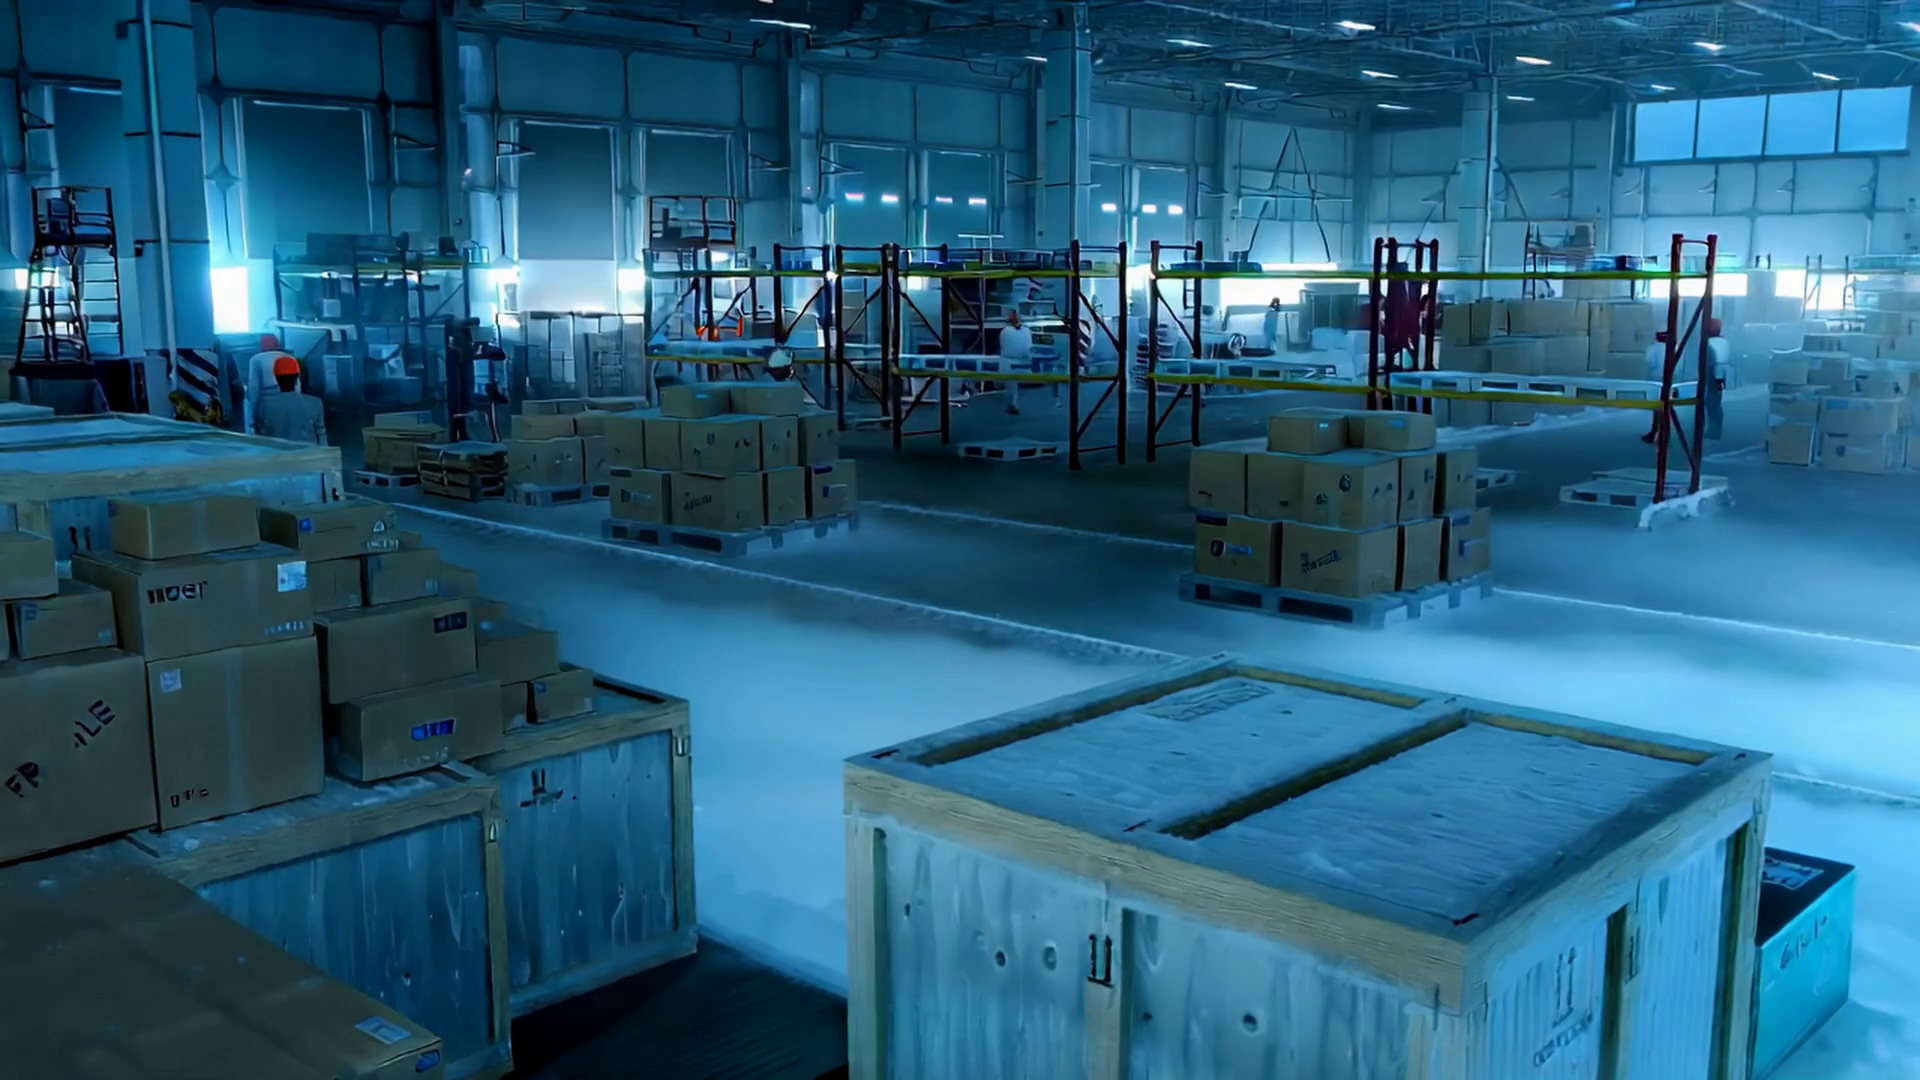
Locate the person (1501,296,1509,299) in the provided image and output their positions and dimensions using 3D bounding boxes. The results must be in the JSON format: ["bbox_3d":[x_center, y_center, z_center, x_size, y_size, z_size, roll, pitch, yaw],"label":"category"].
[{"bbox_3d":[15.624,-6.064,47.772,0.356,1.885,0.574,1,9,4],"label":"person"}]

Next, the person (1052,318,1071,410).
[{"bbox_3d":[1.967,-3.326,31.438,0.485,1.737,0.320,2,9,10],"label":"person"}]

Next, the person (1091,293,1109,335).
[{"bbox_3d":[4.309,-6.632,51.129,0.544,1.929,0.389,-1,9,-6],"label":"person"}]

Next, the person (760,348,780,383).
[{"bbox_3d":[-2.292,-1.502,20.378,0.318,1.697,0.535,1,9,5],"label":"person"}]

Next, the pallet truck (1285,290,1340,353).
[{"bbox_3d":[11.297,-6.951,52.861,1.885,1.965,0.823,-5,11,-29],"label":"pallet truck"}]

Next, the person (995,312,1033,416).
[{"bbox_3d":[0.971,-3.238,30.500,0.665,1.885,0.956,-2,9,-12],"label":"person"}]

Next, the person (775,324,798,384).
[{"bbox_3d":[-2.661,-2.357,25.232,0.422,1.820,0.533,-2,9,-10],"label":"person"}]

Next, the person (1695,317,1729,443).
[{"bbox_3d":[11.557,-2.444,25.471,0.597,1.916,0.371,-9,13,-43],"label":"person"}]

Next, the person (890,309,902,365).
[{"bbox_3d":[-1.681,-5.234,43.459,0.314,1.631,0.518,3,10,19],"label":"person"}]

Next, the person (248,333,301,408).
[{"bbox_3d":[-8.784,-1.735,21.362,0.619,1.845,0.430,-4,10,-23],"label":"person"}]

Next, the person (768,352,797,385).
[{"bbox_3d":[-2.017,-1.240,18.705,0.538,1.722,0.897,9,13,43],"label":"person"}]

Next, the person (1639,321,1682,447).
[{"bbox_3d":[10.477,-2.324,24.832,0.559,1.895,0.976,-1,9,-7],"label":"person"}]

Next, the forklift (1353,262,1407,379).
[{"bbox_3d":[10.471,-5.274,39.878,1.873,2.768,1.129,3,10,17],"label":"forklift"}]

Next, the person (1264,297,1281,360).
[{"bbox_3d":[8.228,-5.363,43.403,0.787,1.908,0.645,1,9,4],"label":"person"}]

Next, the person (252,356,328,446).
[{"bbox_3d":[-5.707,-0.607,14.225,0.597,1.915,0.399,-2,9,-11],"label":"person"}]

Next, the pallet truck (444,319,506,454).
[{"bbox_3d":[-6.981,-1.942,22.150,1.885,1.965,0.823,1,9,9],"label":"pallet truck"}]
